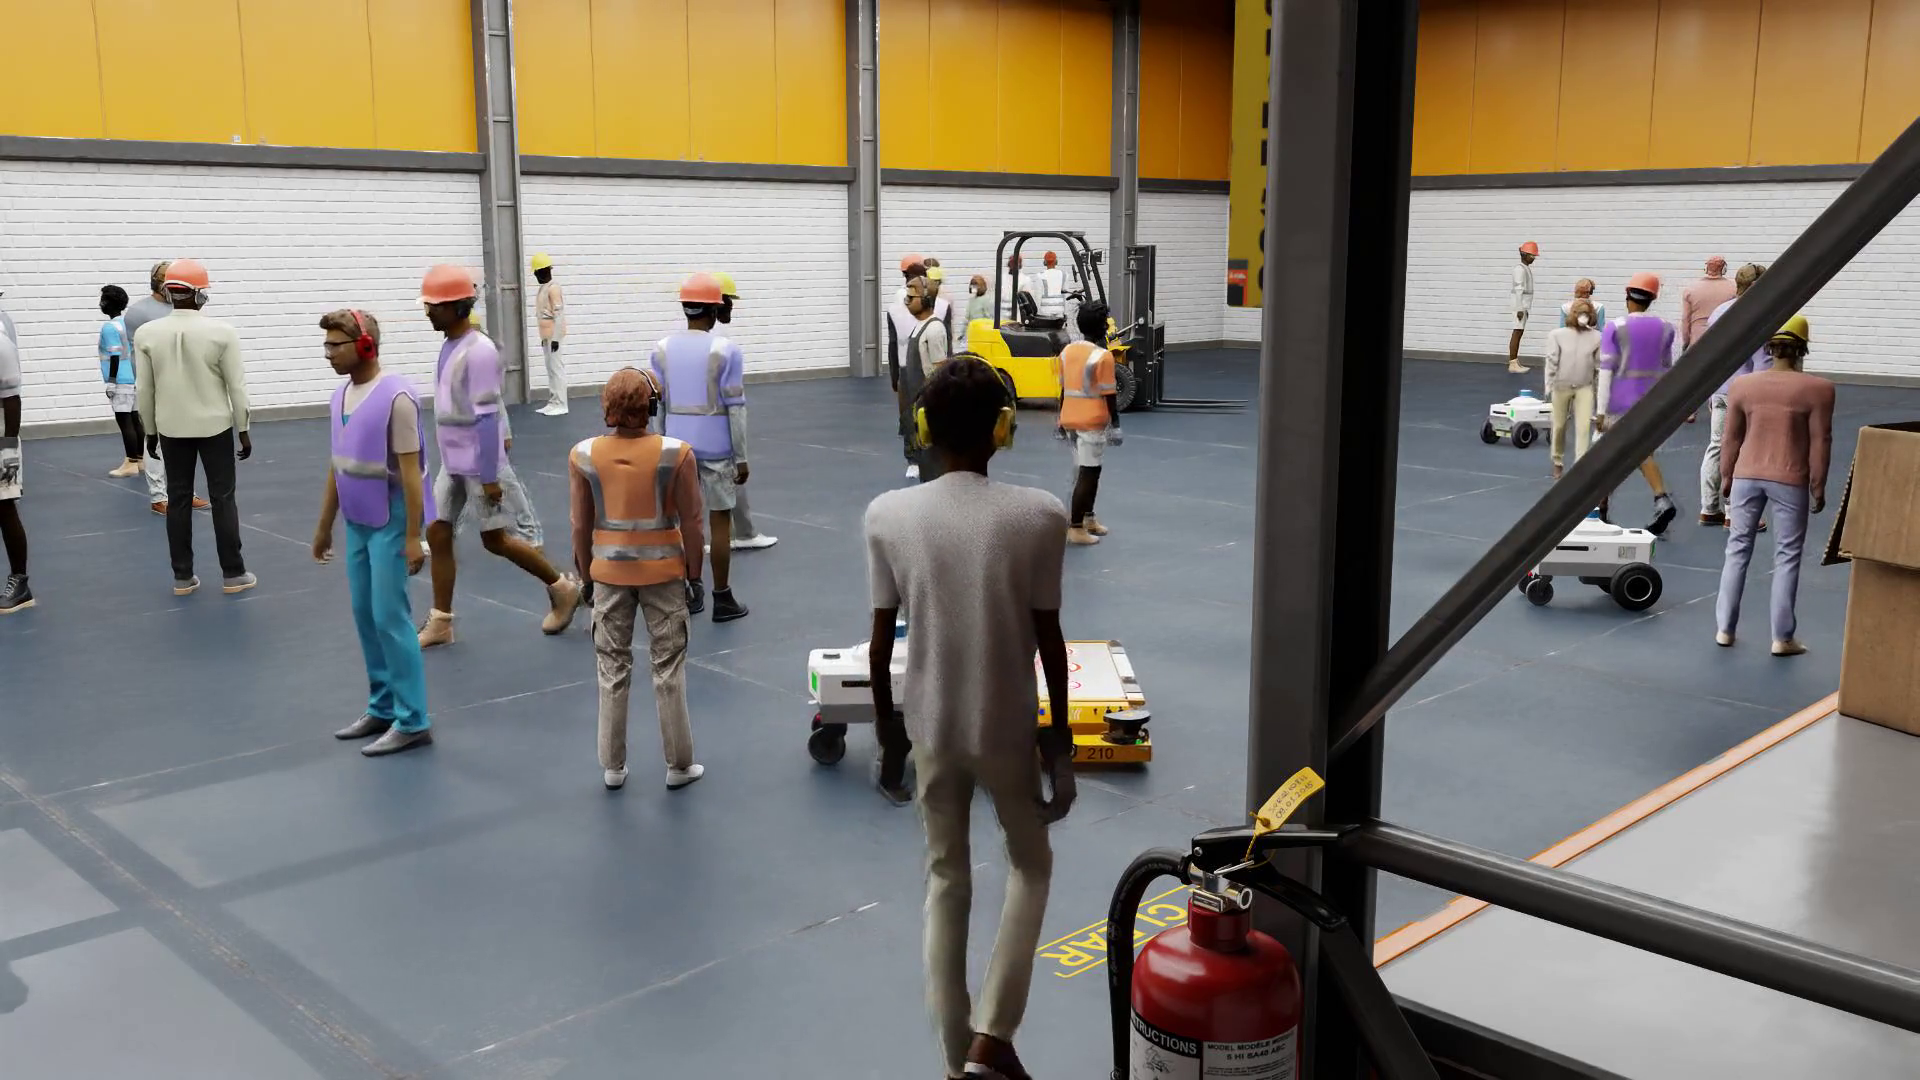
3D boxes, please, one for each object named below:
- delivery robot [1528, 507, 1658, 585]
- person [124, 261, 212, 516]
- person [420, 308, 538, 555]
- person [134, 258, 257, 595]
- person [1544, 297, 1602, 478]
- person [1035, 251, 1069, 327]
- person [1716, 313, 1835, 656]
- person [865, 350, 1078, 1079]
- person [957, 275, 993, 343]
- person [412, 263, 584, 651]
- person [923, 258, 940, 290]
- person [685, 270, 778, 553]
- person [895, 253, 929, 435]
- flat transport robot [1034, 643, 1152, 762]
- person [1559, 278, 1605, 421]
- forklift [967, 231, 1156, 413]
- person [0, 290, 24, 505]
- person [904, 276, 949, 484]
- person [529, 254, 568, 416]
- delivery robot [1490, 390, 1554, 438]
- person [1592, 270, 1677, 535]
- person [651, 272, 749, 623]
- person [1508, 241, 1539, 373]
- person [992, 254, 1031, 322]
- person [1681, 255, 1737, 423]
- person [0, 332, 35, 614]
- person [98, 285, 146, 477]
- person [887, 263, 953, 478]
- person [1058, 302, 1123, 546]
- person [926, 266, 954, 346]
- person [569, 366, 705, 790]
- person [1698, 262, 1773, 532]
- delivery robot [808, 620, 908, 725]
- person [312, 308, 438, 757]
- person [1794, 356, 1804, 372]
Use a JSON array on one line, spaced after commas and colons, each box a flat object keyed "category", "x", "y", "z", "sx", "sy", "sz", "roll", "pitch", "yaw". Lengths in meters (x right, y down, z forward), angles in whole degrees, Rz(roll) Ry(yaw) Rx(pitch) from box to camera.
[{"category": "delivery robot", "x": 3.649, "y": 0.050, "z": 9.672, "sx": 0.707, "sy": 0.478, "sz": 0.477, "roll": 1, "pitch": 11, "yaw": 8}, {"category": "person", "x": -6.060, "y": -1.159, "z": 12.758, "sx": 0.370, "sy": 1.934, "sz": 0.627, "roll": 4, "pitch": 11, "yaw": 19}, {"category": "person", "x": -3.240, "y": -0.723, "z": 11.029, "sx": 0.915, "sy": 1.686, "sz": 0.482, "roll": -7, "pitch": 13, "yaw": -34}, {"category": "person", "x": -4.537, "y": -0.665, "z": 9.894, "sx": 0.623, "sy": 1.993, "sz": 0.384, "roll": -1, "pitch": 10, "yaw": -8}, {"category": "person", "x": 5.318, "y": -1.295, "z": 14.404, "sx": 0.503, "sy": 1.618, "sz": 0.653, "roll": 3, "pitch": 11, "yaw": 17}, {"category": "person", "x": 1.422, "y": -3.547, "z": 25.906, "sx": 0.573, "sy": 1.886, "sz": 0.354, "roll": -4, "pitch": 11, "yaw": -19}, {"category": "person", "x": 4.181, "y": -0.295, "z": 8.560, "sx": 0.388, "sy": 1.756, "sz": 0.534, "roll": -10, "pitch": 14, "yaw": -43}, {"category": "person", "x": 0.040, "y": 0.477, "z": 4.025, "sx": 0.523, "sy": 1.858, "sz": 0.389, "roll": 2, "pitch": 11, "yaw": 13}, {"category": "person", "x": 0.177, "y": -2.684, "z": 21.952, "sx": 0.723, "sy": 1.605, "sz": 0.532, "roll": -4, "pitch": 11, "yaw": -22}, {"category": "person", "x": -2.452, "y": -0.427, "z": 8.606, "sx": 0.959, "sy": 2.005, "sz": 0.609, "roll": -8, "pitch": 13, "yaw": -36}, {"category": "person", "x": -0.446, "y": -2.842, "z": 22.235, "sx": 0.435, "sy": 1.832, "sz": 0.631, "roll": -5, "pitch": 11, "yaw": -23}, {"category": "person", "x": -1.610, "y": -0.849, "z": 11.172, "sx": 0.808, "sy": 1.887, "sz": 0.599, "roll": -8, "pitch": 13, "yaw": -37}, {"category": "person", "x": -0.505, "y": -2.088, "z": 17.795, "sx": 0.341, "sy": 1.942, "sz": 0.552, "roll": 2, "pitch": 11, "yaw": 12}, {"category": "flat transport robot", "x": 0.438, "y": 0.671, "z": 7.315, "sx": 0.652, "sy": 0.197, "sz": 1.431, "roll": 0, "pitch": 10, "yaw": 0}, {"category": "person", "x": 7.155, "y": -2.186, "z": 19.159, "sx": 0.513, "sy": 1.641, "sz": 0.307, "roll": 7, "pitch": 12, "yaw": 33}, {"category": "forklift", "x": 1.222, "y": -2.721, "z": 20.561, "sx": 2.313, "sy": 2.155, "sz": 1.214, "roll": 2, "pitch": 11, "yaw": 13}, {"category": "person", "x": -7.663, "y": -1.186, "z": 13.178, "sx": 0.404, "sy": 1.833, "sz": 0.588, "roll": -4, "pitch": 11, "yaw": -19}, {"category": "person", "x": -0.250, "y": -0.960, "z": 11.913, "sx": 0.333, "sy": 1.843, "sz": 0.514, "roll": -2, "pitch": 11, "yaw": -13}, {"category": "person", "x": -4.884, "y": -2.434, "z": 19.762, "sx": 0.399, "sy": 1.913, "sz": 0.589, "roll": -5, "pitch": 12, "yaw": -27}, {"category": "delivery robot", "x": 5.749, "y": -1.283, "z": 16.941, "sx": 0.707, "sy": 0.478, "sz": 0.477, "roll": -6, "pitch": 12, "yaw": -28}, {"category": "person", "x": 4.837, "y": -0.967, "z": 11.864, "sx": 0.576, "sy": 1.897, "sz": 0.850, "roll": -2, "pitch": 11, "yaw": -9}, {"category": "person", "x": -1.426, "y": -0.508, "z": 9.217, "sx": 0.553, "sy": 1.930, "sz": 0.390, "roll": 3, "pitch": 11, "yaw": 18}, {"category": "person", "x": 8.765, "y": -3.613, "z": 25.870, "sx": 0.396, "sy": 2.033, "sz": 0.605, "roll": 5, "pitch": 11, "yaw": 25}, {"category": "person", "x": 0.757, "y": -3.379, "z": 25.043, "sx": 0.616, "sy": 1.865, "sz": 0.414, "roll": 2, "pitch": 11, "yaw": 13}, {"category": "person", "x": 8.517, "y": -2.266, "z": 18.869, "sx": 0.641, "sy": 1.909, "sz": 0.409, "roll": 6, "pitch": 12, "yaw": 29}, {"category": "person", "x": -5.557, "y": -0.558, "z": 9.393, "sx": 0.614, "sy": 1.962, "sz": 0.366, "roll": 4, "pitch": 11, "yaw": 23}, {"category": "person", "x": -7.443, "y": -1.408, "z": 14.756, "sx": 0.315, "sy": 1.698, "sz": 0.541, "roll": -1, "pitch": 10, "yaw": -8}, {"category": "person", "x": -0.353, "y": -1.536, "z": 14.924, "sx": 0.596, "sy": 1.898, "sz": 0.805, "roll": 0, "pitch": 10, "yaw": 3}, {"category": "person", "x": 0.945, "y": -0.800, "z": 11.480, "sx": 0.563, "sy": 1.675, "sz": 0.553, "roll": -6, "pitch": 12, "yaw": -30}, {"category": "person", "x": -0.294, "y": -2.554, "z": 20.878, "sx": 0.522, "sy": 1.754, "sz": 0.495, "roll": 4, "pitch": 11, "yaw": 19}, {"category": "person", "x": -1.228, "y": 0.158, "z": 6.378, "sx": 0.513, "sy": 1.641, "sz": 0.307, "roll": 0, "pitch": 10, "yaw": 2}, {"category": "person", "x": 5.631, "y": -1.028, "z": 12.027, "sx": 0.355, "sy": 1.938, "sz": 0.636, "roll": -2, "pitch": 11, "yaw": -12}, {"category": "delivery robot", "x": -0.269, "y": 0.573, "z": 6.820, "sx": 0.707, "sy": 0.478, "sz": 0.477, "roll": -1, "pitch": 10, "yaw": -2}, {"category": "person", "x": -2.435, "y": -0.046, "z": 6.959, "sx": 0.600, "sy": 1.833, "sz": 0.433, "roll": 10, "pitch": 14, "yaw": 42}, {"category": "person", "x": 6.799, "y": -1.224, "z": 13.910, "sx": 0.520, "sy": 1.639, "sz": 0.312, "roll": -2, "pitch": 11, "yaw": -11}]
